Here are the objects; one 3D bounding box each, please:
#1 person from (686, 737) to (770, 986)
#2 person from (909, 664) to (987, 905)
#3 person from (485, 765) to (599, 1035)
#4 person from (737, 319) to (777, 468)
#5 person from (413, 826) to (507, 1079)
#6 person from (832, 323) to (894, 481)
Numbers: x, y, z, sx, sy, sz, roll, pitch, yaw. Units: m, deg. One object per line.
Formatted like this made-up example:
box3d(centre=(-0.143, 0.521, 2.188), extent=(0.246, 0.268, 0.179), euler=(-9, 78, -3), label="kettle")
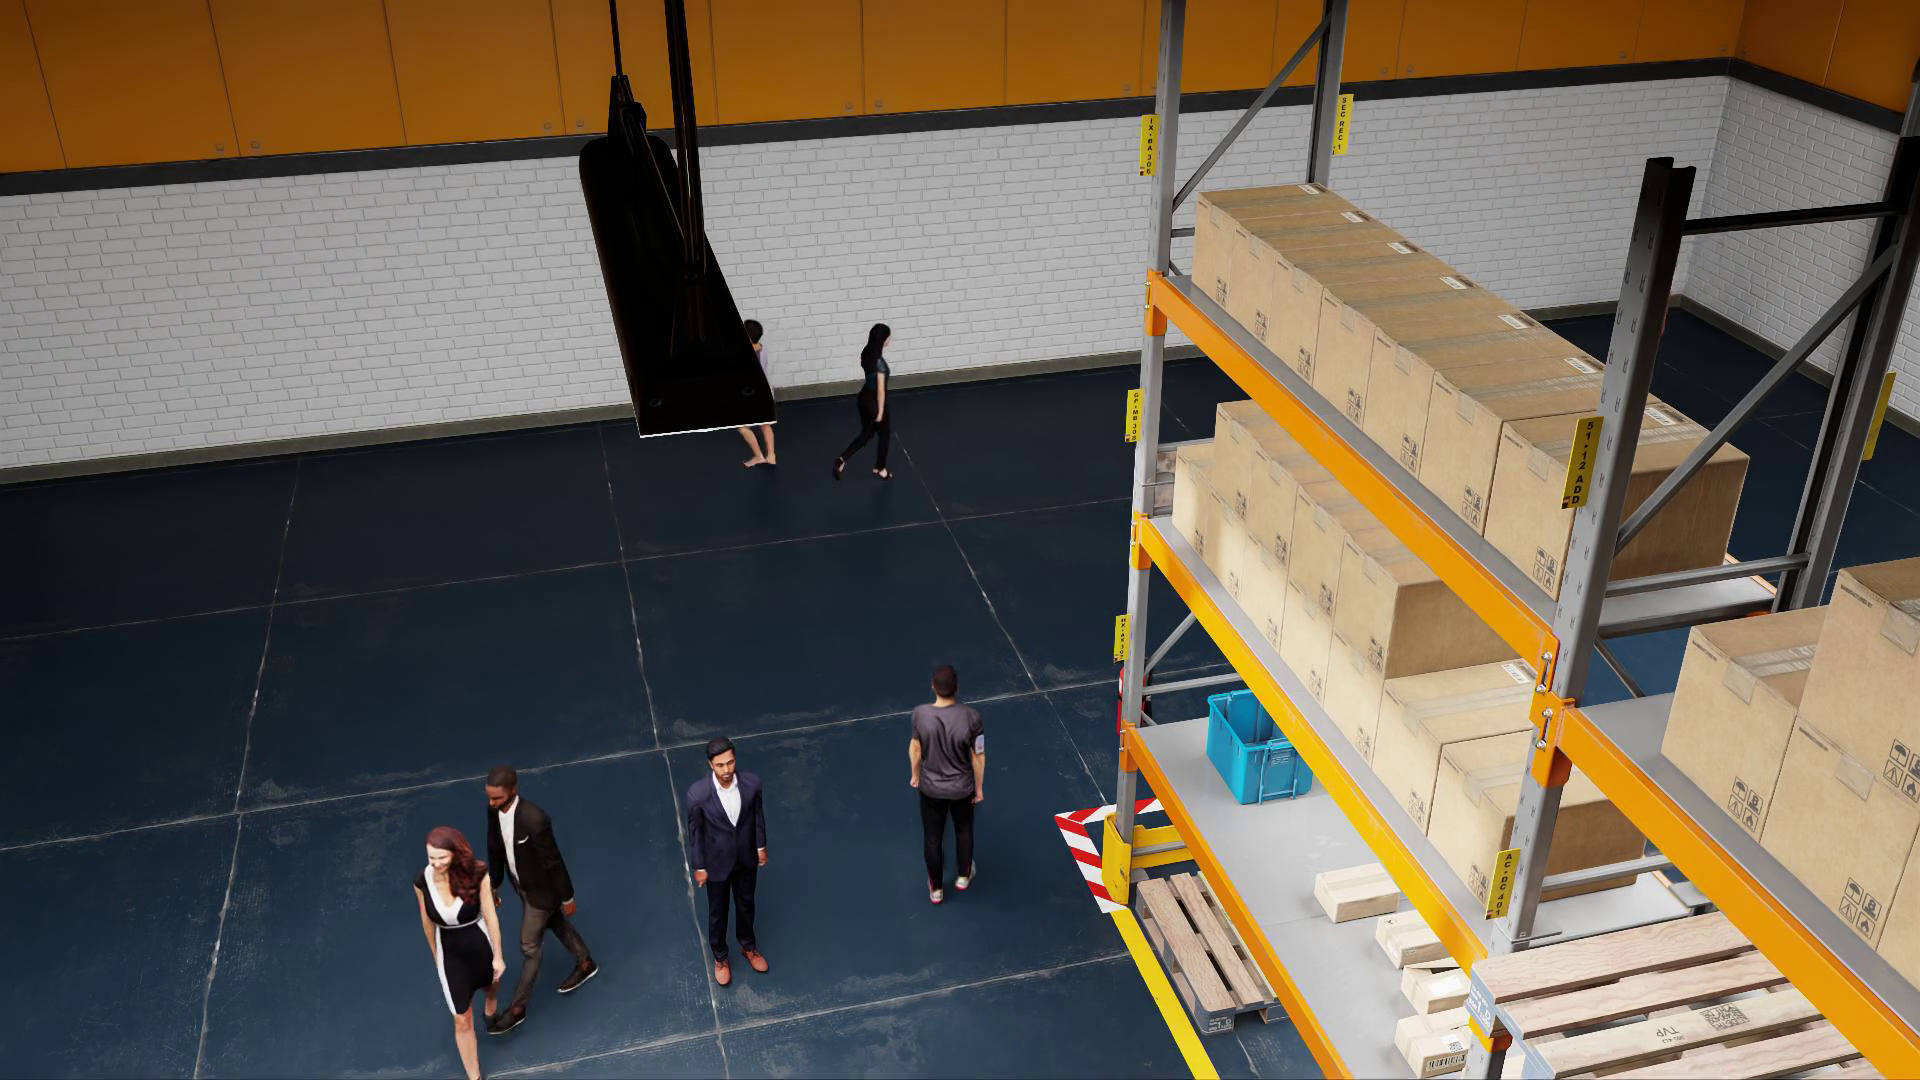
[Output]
box3d(centre=(-1.400, 1.917, 10.101), extent=(0.683, 1.727, 0.609), euler=(-14, 32, -24), label="person")
box3d(centre=(-0.096, 1.595, 10.657), extent=(0.734, 1.759, 0.742), euler=(1, 29, 2), label="person")
box3d(centre=(-2.444, 2.014, 9.889), extent=(1.110, 1.760, 1.082), euler=(22, 35, 34), label="person")
box3d(centre=(-1.927, -1.427, 16.417), extent=(0.731, 1.549, 0.630), euler=(4, 29, 7), label="person")
box3d(centre=(-2.756, 2.289, 9.388), extent=(0.636, 1.755, 1.121), euler=(-5, 29, -8), label="person")
box3d(centre=(-0.899, -1.251, 15.931), extent=(0.848, 1.704, 0.945), euler=(-19, 34, -31), label="person")
